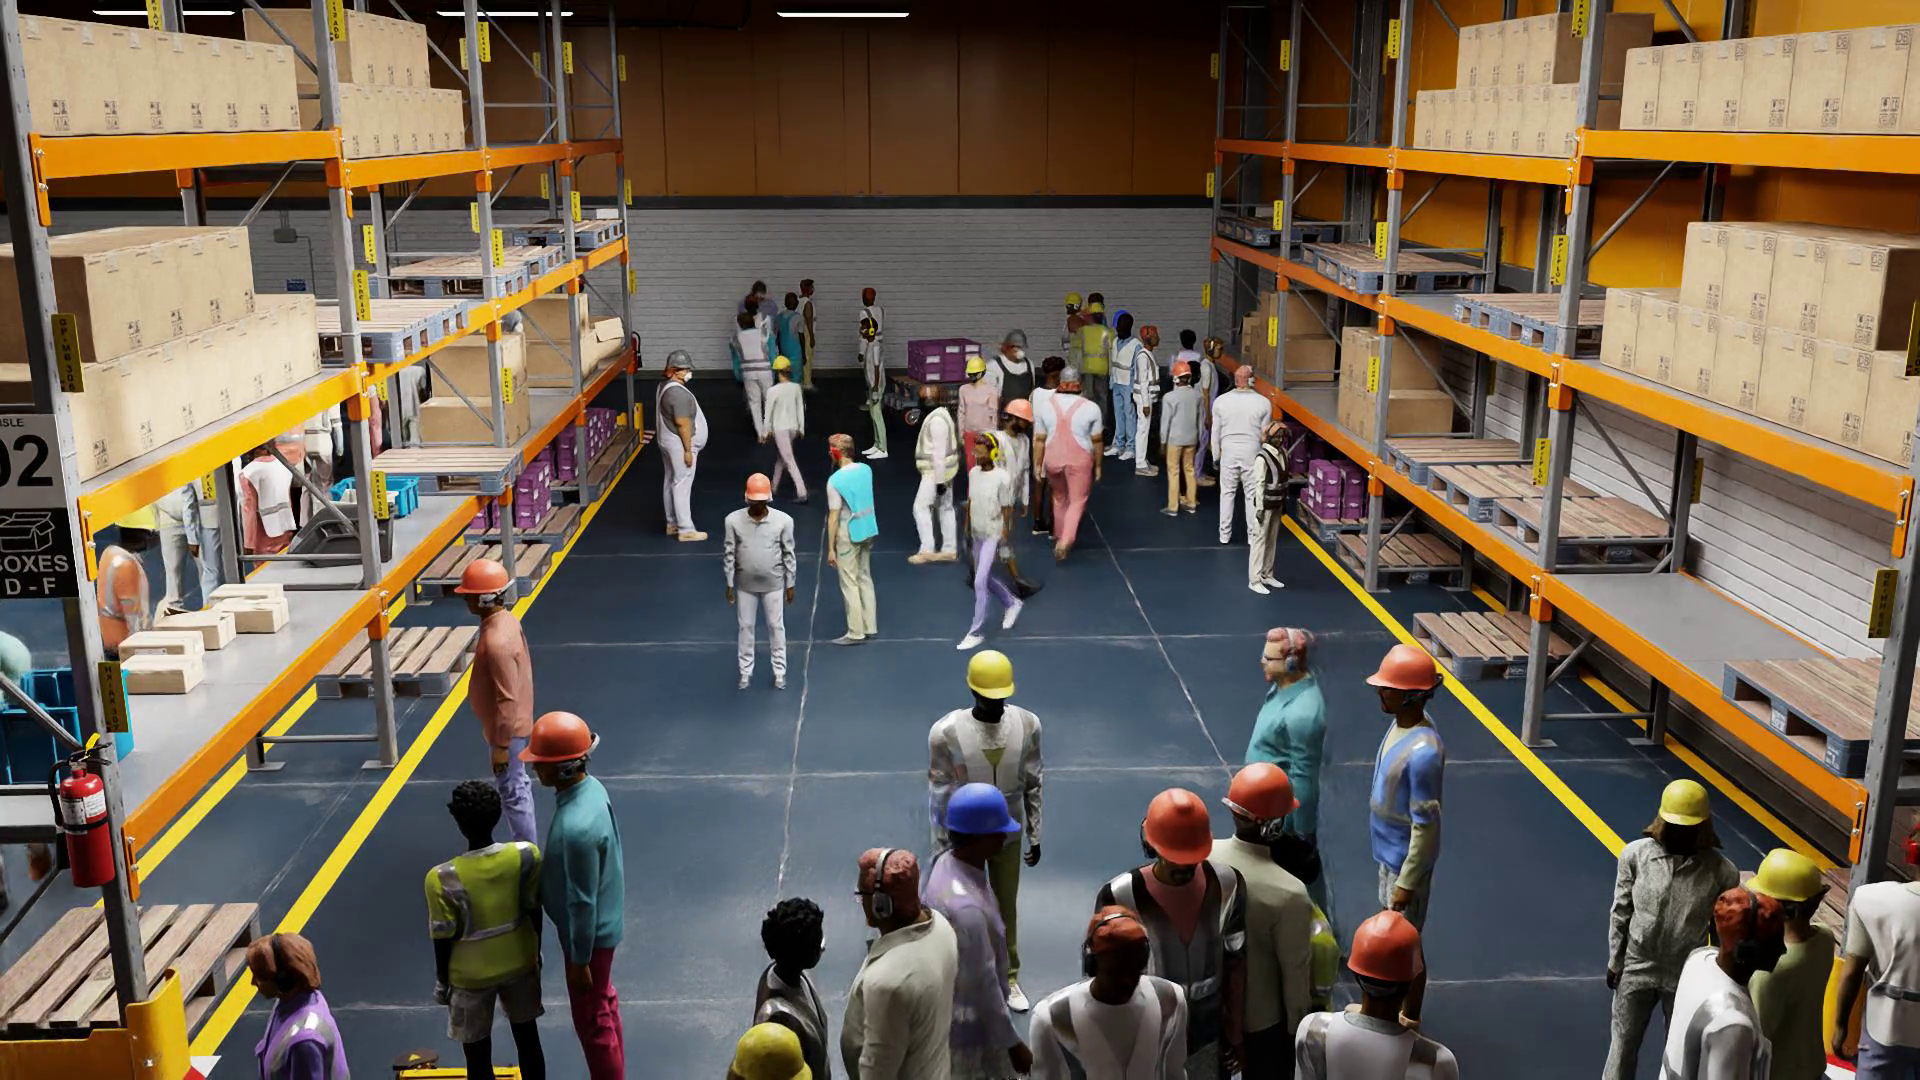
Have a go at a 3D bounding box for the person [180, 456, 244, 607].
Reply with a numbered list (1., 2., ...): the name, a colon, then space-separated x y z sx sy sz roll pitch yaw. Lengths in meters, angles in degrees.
1. person: -6.414 -0.094 14.361 0.402 1.908 0.598 8 16 29

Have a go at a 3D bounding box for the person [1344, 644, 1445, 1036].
1. person: 2.081 1.478 7.911 0.381 2.045 0.605 1 14 5

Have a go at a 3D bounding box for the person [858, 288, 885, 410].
1. person: -1.360 -2.927 25.522 0.339 1.882 0.581 9 17 31

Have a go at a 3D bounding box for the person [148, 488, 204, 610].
1. person: -6.780 -0.150 14.575 0.651 1.906 0.403 -7 16 -25

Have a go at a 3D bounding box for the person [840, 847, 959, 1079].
1. person: -0.233 2.023 6.086 0.400 1.890 0.658 4 15 16

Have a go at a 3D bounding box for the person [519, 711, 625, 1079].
1. person: -1.654 1.684 7.220 0.405 1.986 0.619 -3 15 -11

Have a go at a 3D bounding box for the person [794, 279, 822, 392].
1. person: -2.527 -3.346 27.242 0.387 1.846 0.566 -6 16 -24

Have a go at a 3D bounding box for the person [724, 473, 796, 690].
1. person: -1.570 0.324 13.036 0.565 1.744 0.350 0 14 0

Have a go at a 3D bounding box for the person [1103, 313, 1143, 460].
1. person: 2.179 -2.030 21.931 0.391 1.920 0.593 -9 17 -31

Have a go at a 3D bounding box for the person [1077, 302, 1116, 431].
1. person: 1.920 -2.424 23.549 0.581 1.886 0.922 5 15 18

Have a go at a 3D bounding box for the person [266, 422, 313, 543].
1. person: -6.953 -0.851 17.205 0.368 1.967 0.600 4 15 15

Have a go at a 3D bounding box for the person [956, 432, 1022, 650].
1. person: 0.260 -0.031 14.260 0.860 1.844 0.522 -12 18 -39

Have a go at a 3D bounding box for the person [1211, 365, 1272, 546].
1. person: 2.955 -0.881 17.453 0.642 1.905 0.399 5 15 18

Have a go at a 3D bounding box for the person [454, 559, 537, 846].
1. person: -2.655 1.073 9.597 0.397 1.992 0.622 -3 15 -13

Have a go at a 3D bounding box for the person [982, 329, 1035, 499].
1. person: 0.575 -1.567 19.871 0.686 2.000 0.942 -9 17 -31

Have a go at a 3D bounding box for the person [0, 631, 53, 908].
1. person: -5.484 1.169 9.362 0.655 1.923 0.518 -1 14 -5

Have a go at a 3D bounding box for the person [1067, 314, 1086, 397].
1. person: 1.684 -2.465 24.206 0.279 1.633 0.498 1 14 5

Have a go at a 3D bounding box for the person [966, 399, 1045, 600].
1. person: 0.430 -0.388 15.601 1.004 1.860 0.614 13 19 41

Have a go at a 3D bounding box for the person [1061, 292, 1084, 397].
1. person: 1.754 -2.880 25.457 0.403 1.825 0.593 -2 14 -8

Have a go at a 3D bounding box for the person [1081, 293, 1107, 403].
1. person: 2.015 -2.840 25.300 0.431 1.835 0.622 -8 16 -28

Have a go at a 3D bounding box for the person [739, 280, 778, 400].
1. person: -3.249 -3.239 26.742 0.635 1.904 0.845 -5 15 -18

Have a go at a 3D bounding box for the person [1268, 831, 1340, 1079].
1. person: 1.326 1.964 6.714 0.320 1.692 0.535 -4 15 -14

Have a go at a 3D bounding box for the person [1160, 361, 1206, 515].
1. person: 2.498 -1.156 18.848 0.572 1.742 0.351 -8 16 -28

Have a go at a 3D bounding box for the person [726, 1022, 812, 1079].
1. person: -0.589 2.310 5.259 0.321 1.738 0.484 10 17 34

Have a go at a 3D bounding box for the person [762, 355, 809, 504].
1. person: -2.058 -1.294 19.441 0.893 1.720 0.535 12 18 38

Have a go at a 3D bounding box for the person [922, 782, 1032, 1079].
1. person: 0.091 1.883 6.627 0.917 1.902 0.614 1 14 2

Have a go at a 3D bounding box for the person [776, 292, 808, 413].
1. person: -2.560 -2.838 25.280 0.505 1.839 0.338 8 17 30

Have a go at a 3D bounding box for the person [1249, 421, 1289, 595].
1. person: 2.939 -0.314 15.757 0.310 1.636 0.523 11 18 36

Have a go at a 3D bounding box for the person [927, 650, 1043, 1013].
1. person: 0.136 1.454 8.256 0.586 1.920 0.397 -4 15 -16

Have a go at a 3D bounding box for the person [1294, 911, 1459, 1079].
1. person: 1.364 2.146 5.525 0.543 1.929 0.385 9 17 33

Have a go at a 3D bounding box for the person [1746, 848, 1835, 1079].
1. person: 3.112 2.015 6.374 0.526 1.761 0.340 -11 18 -37

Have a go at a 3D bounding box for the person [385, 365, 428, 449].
1. person: -6.659 -1.492 20.042 0.482 1.820 0.960 -2 14 -9

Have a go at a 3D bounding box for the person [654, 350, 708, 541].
1. person: -2.955 -1.023 17.735 0.536 2.000 0.676 -7 16 -27

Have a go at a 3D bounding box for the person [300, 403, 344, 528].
1. person: -6.907 -0.975 17.807 0.596 1.911 0.399 -4 15 -14

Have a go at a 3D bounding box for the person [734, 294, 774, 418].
1. person: -3.069 -2.779 24.985 0.626 1.869 0.591 2 14 7

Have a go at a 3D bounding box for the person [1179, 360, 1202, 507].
1. person: 2.649 -1.237 19.259 0.316 1.695 0.542 -1 14 -3

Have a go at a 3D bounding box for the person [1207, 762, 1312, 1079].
1. person: 1.142 1.830 6.624 0.396 1.993 0.617 -12 19 -39

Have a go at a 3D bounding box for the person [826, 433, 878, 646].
1. person: -0.923 0.002 14.152 0.420 1.828 0.588 8 16 29

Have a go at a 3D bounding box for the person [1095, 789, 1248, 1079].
1. person: 0.810 1.889 6.340 0.612 2.029 0.407 -4 15 -15

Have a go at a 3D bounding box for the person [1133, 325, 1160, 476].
1. person: 2.358 -1.758 20.934 0.355 1.884 0.575 3 15 10

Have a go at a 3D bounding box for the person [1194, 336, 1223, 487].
1. person: 3.010 -1.567 20.281 0.344 1.839 0.510 2 14 8

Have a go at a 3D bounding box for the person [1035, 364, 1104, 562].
1. person: 1.084 -0.799 16.856 0.715 2.000 0.833 6 16 23

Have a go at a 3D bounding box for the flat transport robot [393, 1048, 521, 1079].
1. flat transport robot: -2.233 2.607 7.014 0.652 0.197 1.431 -1 14 -2

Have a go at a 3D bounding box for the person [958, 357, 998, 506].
1. person: 0.200 -1.237 19.143 0.518 1.757 0.341 7 16 27

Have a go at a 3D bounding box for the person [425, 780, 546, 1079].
1. person: -2.024 1.841 7.179 0.533 1.697 0.318 -12 18 -38

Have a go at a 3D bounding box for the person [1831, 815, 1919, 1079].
1. person: 3.722 1.946 6.489 0.563 1.838 0.387 6 16 23

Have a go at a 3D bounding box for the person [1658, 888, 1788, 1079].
1. person: 2.621 2.094 5.838 0.358 1.876 0.576 4 15 15

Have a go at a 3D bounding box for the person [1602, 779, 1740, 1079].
1. person: 3.009 1.839 7.092 0.484 1.745 0.296 6 16 23

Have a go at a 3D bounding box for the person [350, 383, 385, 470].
1. person: -7.561 -1.868 21.173 0.615 1.984 0.408 4 15 16

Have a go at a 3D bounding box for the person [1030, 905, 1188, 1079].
1. person: 0.507 2.121 5.736 0.574 1.877 0.344 -5 15 -18

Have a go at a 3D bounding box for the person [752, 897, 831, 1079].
1. person: -0.631 2.111 6.136 0.320 1.693 0.533 -1 14 -2

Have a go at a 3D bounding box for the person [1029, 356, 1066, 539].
1. person: 0.975 -0.991 17.757 0.367 1.966 0.607 -10 17 -34

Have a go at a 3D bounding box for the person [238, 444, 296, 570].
1. person: -5.876 -0.046 14.173 0.405 1.909 0.597 3 15 12

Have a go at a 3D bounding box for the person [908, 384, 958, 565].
1. person: -0.309 -0.663 16.765 0.642 1.817 0.625 2 14 6

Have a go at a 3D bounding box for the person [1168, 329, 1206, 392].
1. person: 3.037 -1.955 22.077 0.567 1.688 0.423 0 14 -1

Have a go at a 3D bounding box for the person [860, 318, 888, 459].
1. person: -1.147 -2.008 21.974 0.330 1.861 0.506 -3 15 -13

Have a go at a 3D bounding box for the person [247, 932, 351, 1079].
1. person: -2.343 2.171 6.021 0.313 1.628 0.527 -7 16 -25

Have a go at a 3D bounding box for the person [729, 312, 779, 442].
1. person: -2.839 -2.261 23.088 0.697 1.795 0.481 0 14 -1

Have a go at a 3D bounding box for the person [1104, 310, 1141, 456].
1. person: 2.176 -2.093 22.136 0.401 1.939 0.604 -7 16 -24
